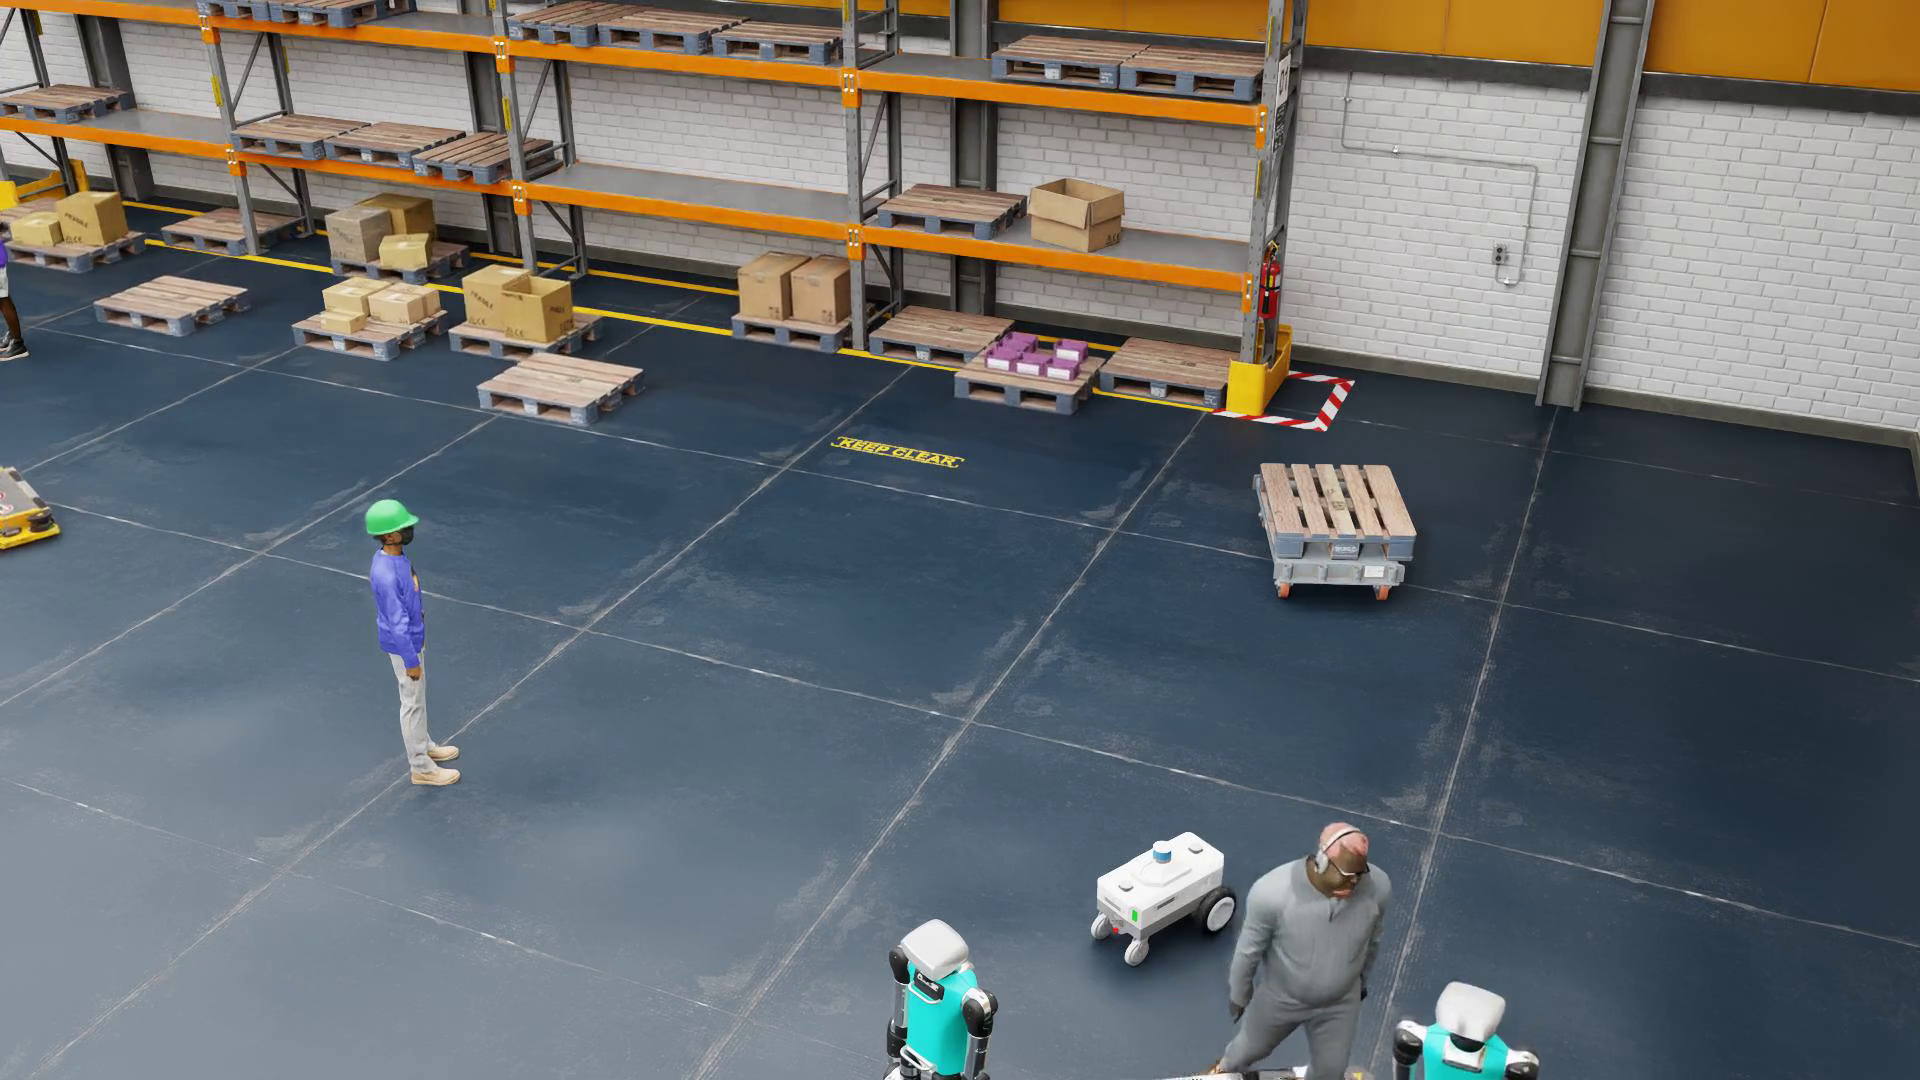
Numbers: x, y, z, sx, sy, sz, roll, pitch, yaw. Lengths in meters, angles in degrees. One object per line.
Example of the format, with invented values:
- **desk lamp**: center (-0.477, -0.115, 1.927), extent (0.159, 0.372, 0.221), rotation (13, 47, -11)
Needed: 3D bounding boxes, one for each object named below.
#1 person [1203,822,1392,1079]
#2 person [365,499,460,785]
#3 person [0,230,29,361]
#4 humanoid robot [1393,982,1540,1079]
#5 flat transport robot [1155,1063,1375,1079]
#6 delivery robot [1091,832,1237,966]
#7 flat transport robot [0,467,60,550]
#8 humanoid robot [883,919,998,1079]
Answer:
- **person**: center (1.522, 1.933, 7.452), extent (0.672, 1.871, 0.659), rotation (-3, 27, -5)
- **person**: center (-3.304, 0.613, 9.996), extent (0.340, 1.876, 0.461), rotation (-7, 28, -13)
- **person**: center (-9.601, -2.754, 16.422), extent (0.367, 1.966, 0.603), rotation (-15, 31, -26)
- **humanoid robot**: center (1.992, 2.384, 6.704), extent (0.544, 1.785, 0.743), rotation (11, 29, 21)
- **flat transport robot**: center (1.265, 2.755, 7.589), extent (1.431, 0.231, 0.659), rotation (-3, 27, -6)
- **delivery robot**: center (1.079, 1.883, 8.954), extent (0.774, 0.581, 0.499), rotation (-20, 33, -33)
- **flat transport robot**: center (-7.850, -0.263, 13.440), extent (0.659, 0.231, 1.431), rotation (-22, 35, -36)
- **humanoid robot**: center (-0.242, 2.344, 6.640), extent (0.735, 1.677, 0.533), rotation (-24, 36, -38)
